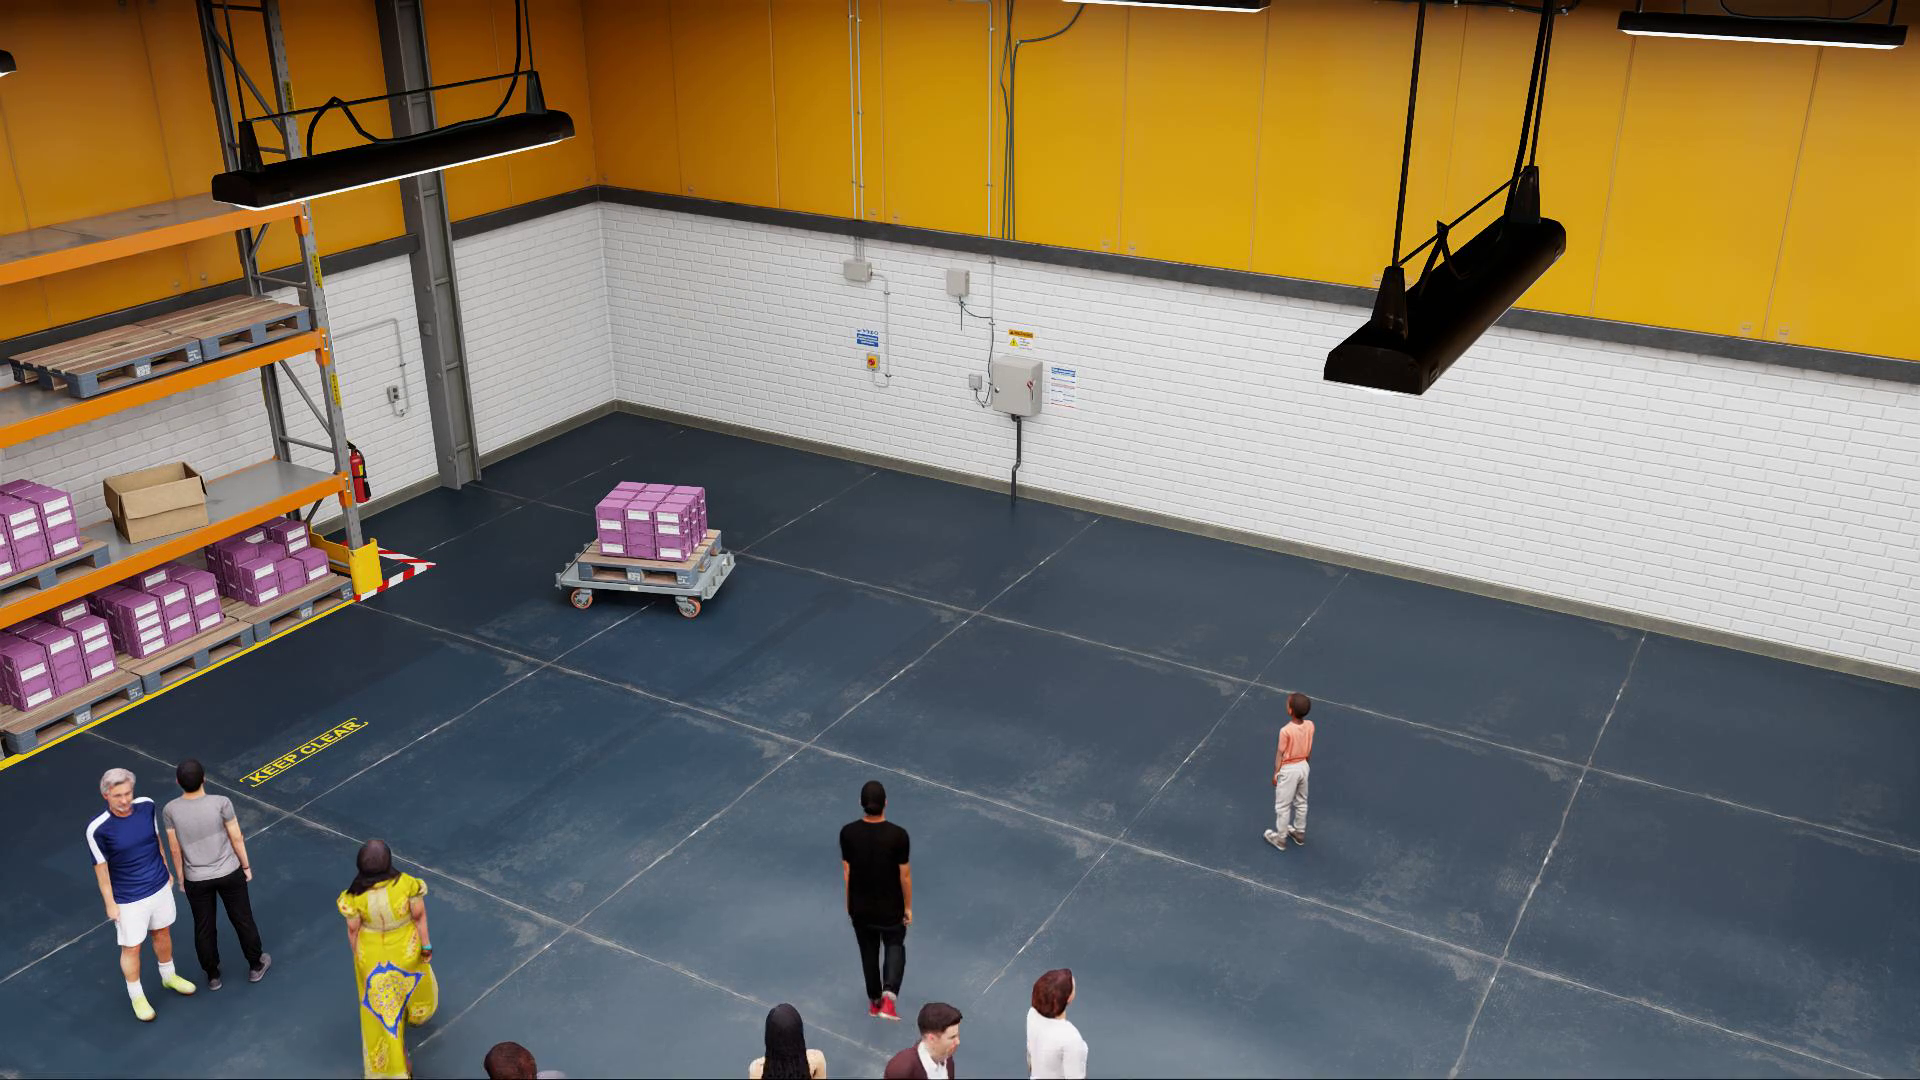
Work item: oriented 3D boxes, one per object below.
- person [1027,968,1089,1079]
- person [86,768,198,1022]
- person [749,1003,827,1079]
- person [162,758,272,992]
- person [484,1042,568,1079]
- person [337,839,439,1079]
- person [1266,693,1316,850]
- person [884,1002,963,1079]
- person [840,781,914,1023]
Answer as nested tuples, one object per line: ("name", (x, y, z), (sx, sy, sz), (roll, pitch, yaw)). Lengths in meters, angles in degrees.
("person", (0.417, 3.168, 9.101), (1.209, 1.757, 0.867), (-20, 30, -37))
("person", (-5.440, 2.293, 11.005), (0.685, 1.834, 0.454), (13, 27, 27))
("person", (-0.883, 3.274, 8.876), (1.087, 1.743, 1.182), (-5, 24, -11))
("person", (-5.045, 2.240, 11.226), (0.691, 1.755, 0.757), (-7, 25, -16))
("person", (-2.130, 3.349, 8.702), (0.730, 1.744, 0.815), (-20, 30, -38))
("person", (-3.565, 2.666, 10.432), (1.357, 1.610, 1.296), (-10, 25, -21))
("person", (2.578, 1.778, 12.839), (0.536, 1.310, 0.614), (-12, 26, -25))
("person", (-0.296, 3.207, 8.899), (0.750, 1.847, 0.810), (-21, 31, -40))
("person", (-0.563, 2.422, 10.826), (0.811, 1.742, 0.916), (3, 24, 7))
